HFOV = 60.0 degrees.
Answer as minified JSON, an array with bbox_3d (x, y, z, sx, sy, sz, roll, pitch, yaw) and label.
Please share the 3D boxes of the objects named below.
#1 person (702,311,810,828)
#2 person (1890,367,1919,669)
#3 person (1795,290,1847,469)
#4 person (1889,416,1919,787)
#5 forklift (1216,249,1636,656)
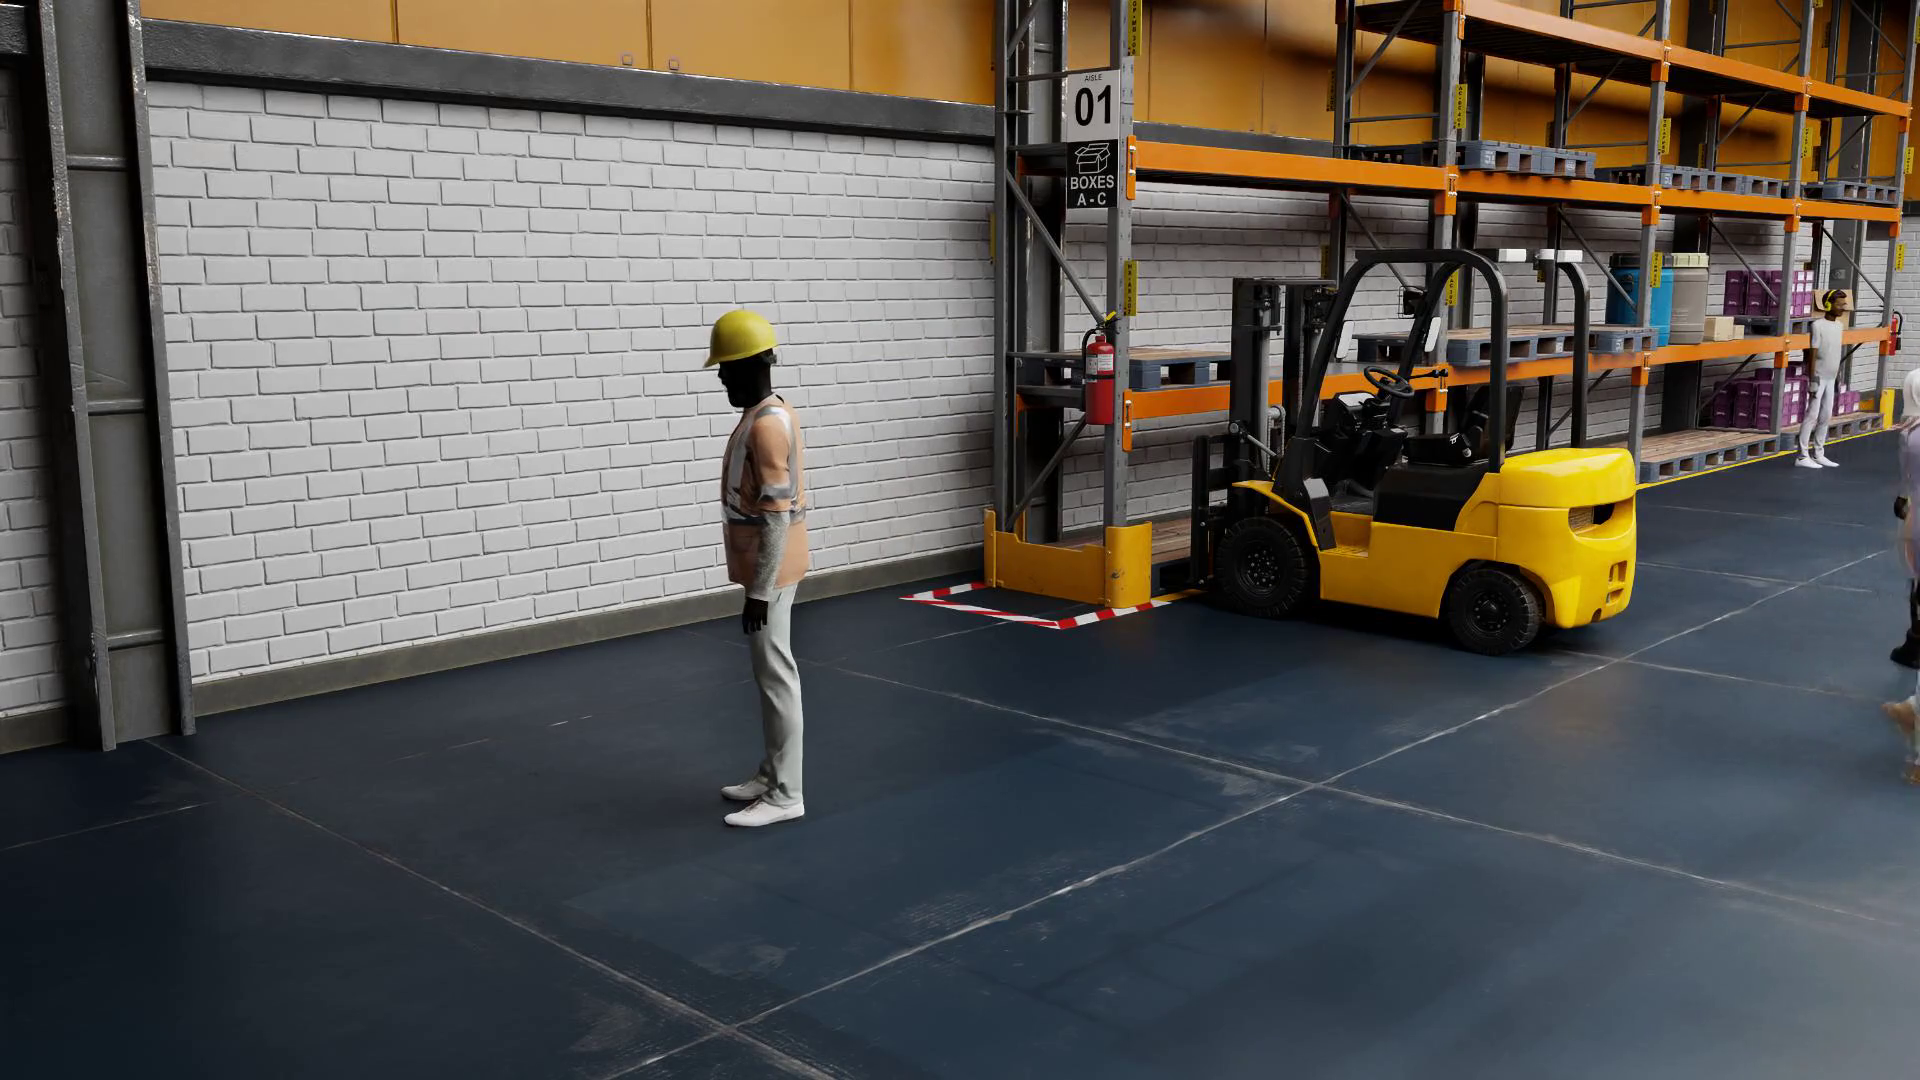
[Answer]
[{"bbox_3d":[-0.753,0.111,6.212,0.381,1.917,0.585,-1,9,-7],"label":"person"},{"bbox_3d":[5.111,-0.285,8.578,0.543,1.938,0.357,2,10,14],"label":"person"},{"bbox_3d":[9.009,-1.672,17.334,0.509,1.860,0.318,-6,11,-30],"label":"person"},{"bbox_3d":[3.956,0.103,6.565,0.631,1.830,0.479,-4,10,-22],"label":"person"},{"bbox_3d":[2.710,-0.584,9.626,2.313,2.155,1.214,9,13,43],"label":"forklift"}]
